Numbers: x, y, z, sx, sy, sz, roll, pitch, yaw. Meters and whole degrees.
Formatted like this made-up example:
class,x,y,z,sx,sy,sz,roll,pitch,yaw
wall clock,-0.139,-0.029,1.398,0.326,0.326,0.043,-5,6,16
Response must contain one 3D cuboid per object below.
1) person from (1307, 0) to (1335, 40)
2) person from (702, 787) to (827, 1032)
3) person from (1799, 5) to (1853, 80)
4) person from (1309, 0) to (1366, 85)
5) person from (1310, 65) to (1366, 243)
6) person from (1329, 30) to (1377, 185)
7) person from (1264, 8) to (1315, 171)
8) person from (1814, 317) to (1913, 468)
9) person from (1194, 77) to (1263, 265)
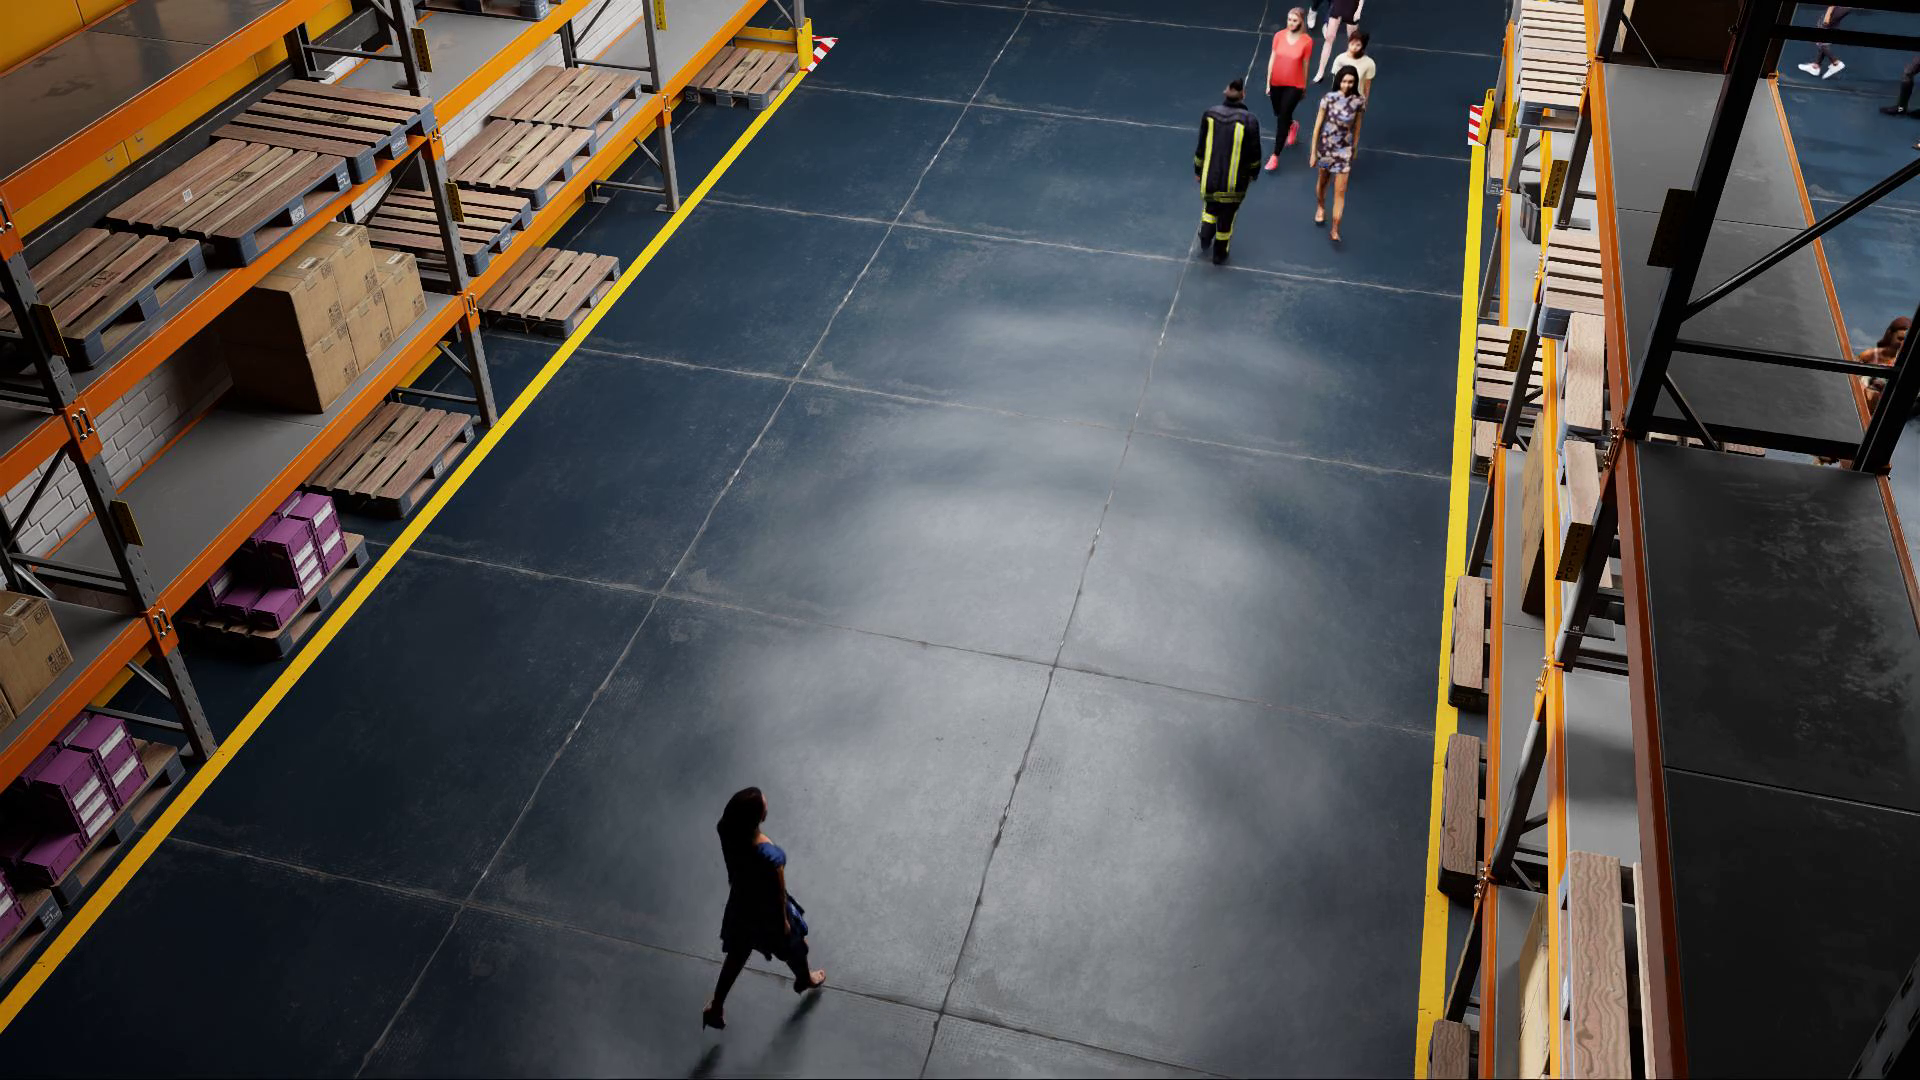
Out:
class,x,y,z,sx,sy,sz,roll,pitch,yaw
person,4.529,-7.060,20.259,0.787,1.799,0.830,-2,39,-2
person,-1.115,2.019,8.905,0.927,1.781,1.134,27,46,30
person,10.199,-6.108,19.203,0.841,1.631,0.875,-26,45,-29
person,4.513,-6.162,19.131,0.889,1.804,1.095,28,46,30
person,3.669,-3.839,16.315,0.706,1.688,1.116,4,39,5
person,4.053,-4.567,17.338,0.773,1.550,1.036,21,43,24
person,3.487,-4.797,17.535,0.835,1.663,1.189,24,44,27
person,6.819,-0.944,12.627,0.610,1.767,1.025,11,40,14
person,2.485,-3.465,15.713,0.836,1.855,0.815,19,43,23
